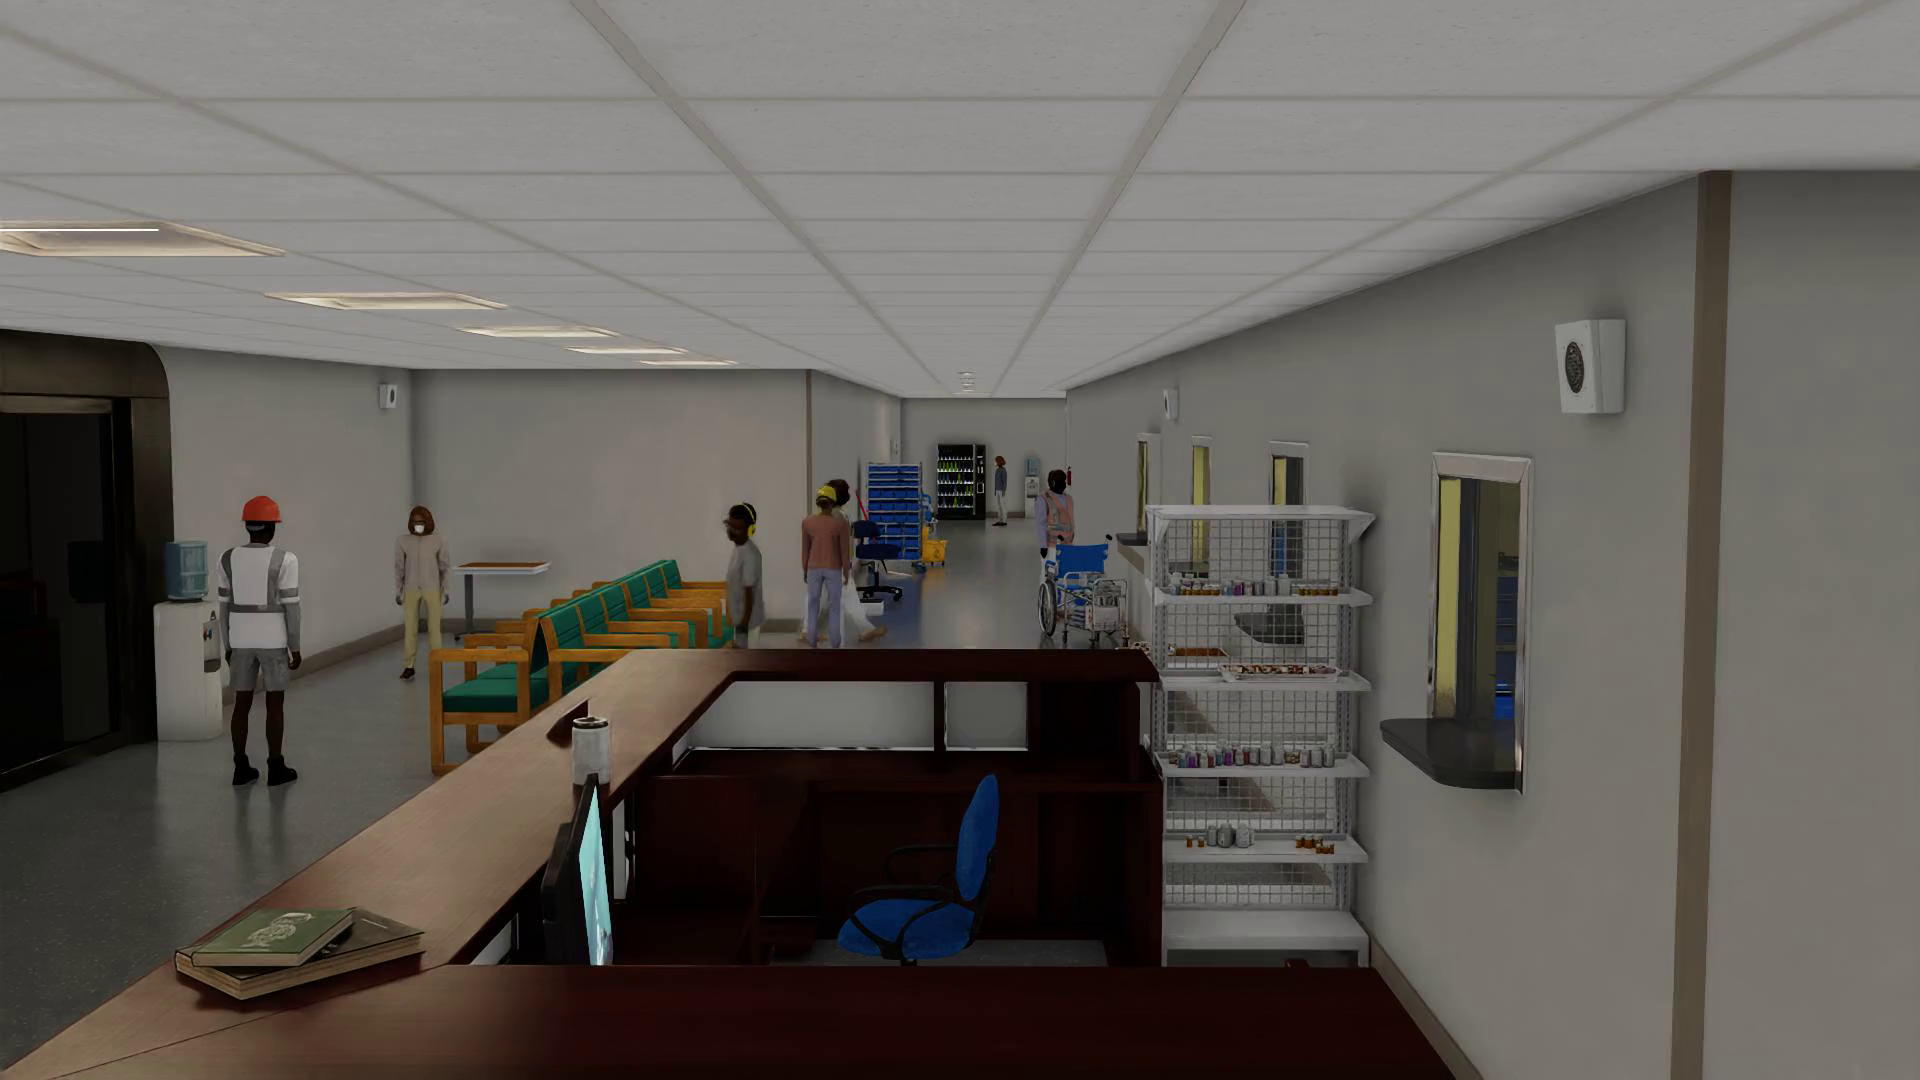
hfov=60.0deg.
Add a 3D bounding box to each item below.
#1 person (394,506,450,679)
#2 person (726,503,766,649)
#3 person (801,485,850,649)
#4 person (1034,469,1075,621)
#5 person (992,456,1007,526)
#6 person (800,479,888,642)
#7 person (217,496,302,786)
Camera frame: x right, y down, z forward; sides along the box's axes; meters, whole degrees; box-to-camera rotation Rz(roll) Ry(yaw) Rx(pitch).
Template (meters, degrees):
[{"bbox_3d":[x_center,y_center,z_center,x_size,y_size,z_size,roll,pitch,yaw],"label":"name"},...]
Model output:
[{"bbox_3d":[-5.045,0.491,15.614,0.502,1.632,0.287,-1,4,-9],"label":"person"},{"bbox_3d":[-1.587,0.638,12.232,0.336,1.834,0.631,-1,4,-15],"label":"person"},{"bbox_3d":[-1.390,0.314,17.259,0.518,1.757,0.336,1,4,10],"label":"person"},{"bbox_3d":[1.182,0.061,20.214,0.429,1.844,0.626,4,5,41],"label":"person"},{"bbox_3d":[0.924,-1.124,38.280,0.264,1.631,0.508,-2,4,-22],"label":"person"},{"bbox_3d":[-1.302,0.231,18.156,0.960,1.790,0.622,-1,4,-15],"label":"person"},{"bbox_3d":[-4.654,0.669,11.102,0.546,1.929,0.393,0,4,3],"label":"person"}]
